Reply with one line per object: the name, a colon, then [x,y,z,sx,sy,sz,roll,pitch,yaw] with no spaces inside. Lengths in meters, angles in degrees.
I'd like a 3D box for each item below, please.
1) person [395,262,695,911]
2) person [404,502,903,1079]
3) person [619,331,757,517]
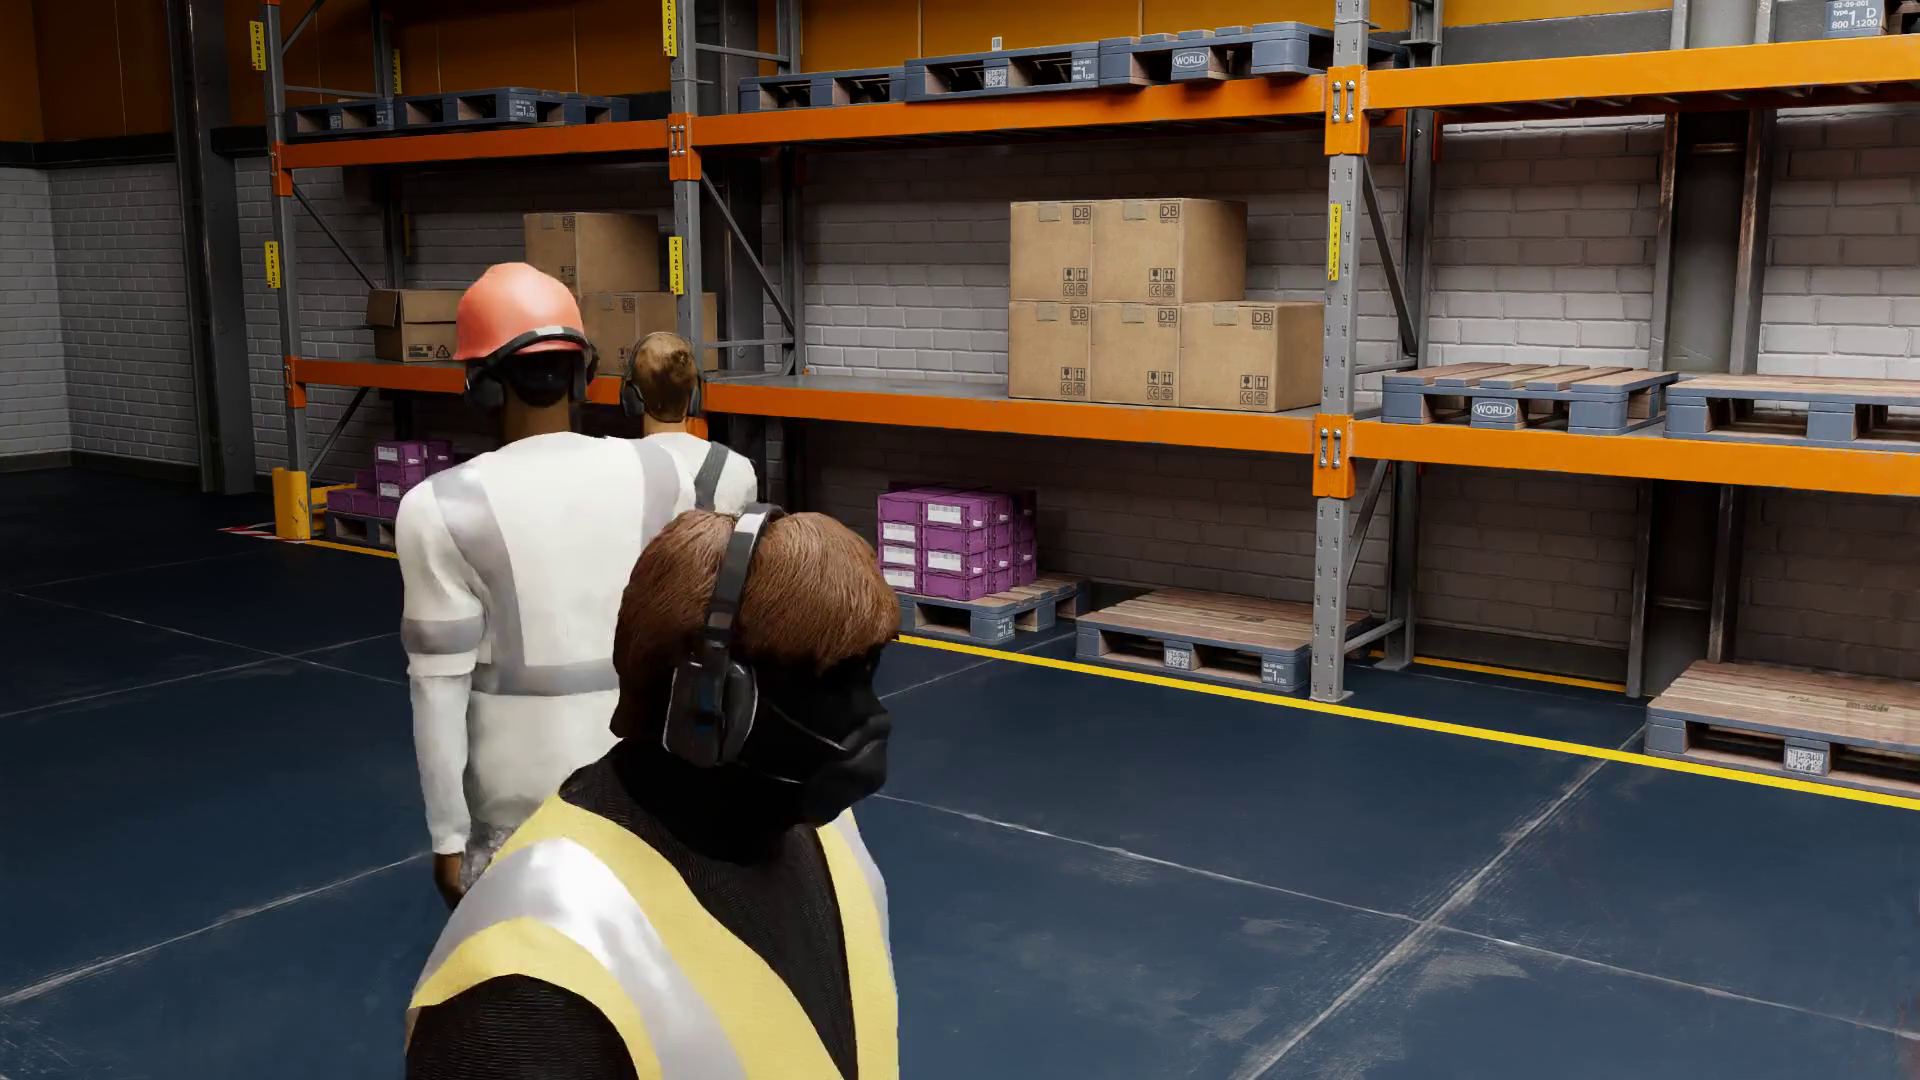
person: [-0.756,0.473,3.265,0.616,2.022,0.733,-6,11,-32]
person: [-0.207,0.868,1.571,0.702,1.806,0.668,3,10,19]
person: [-0.789,0.359,4.511,0.547,1.831,0.411,-6,11,-33]
